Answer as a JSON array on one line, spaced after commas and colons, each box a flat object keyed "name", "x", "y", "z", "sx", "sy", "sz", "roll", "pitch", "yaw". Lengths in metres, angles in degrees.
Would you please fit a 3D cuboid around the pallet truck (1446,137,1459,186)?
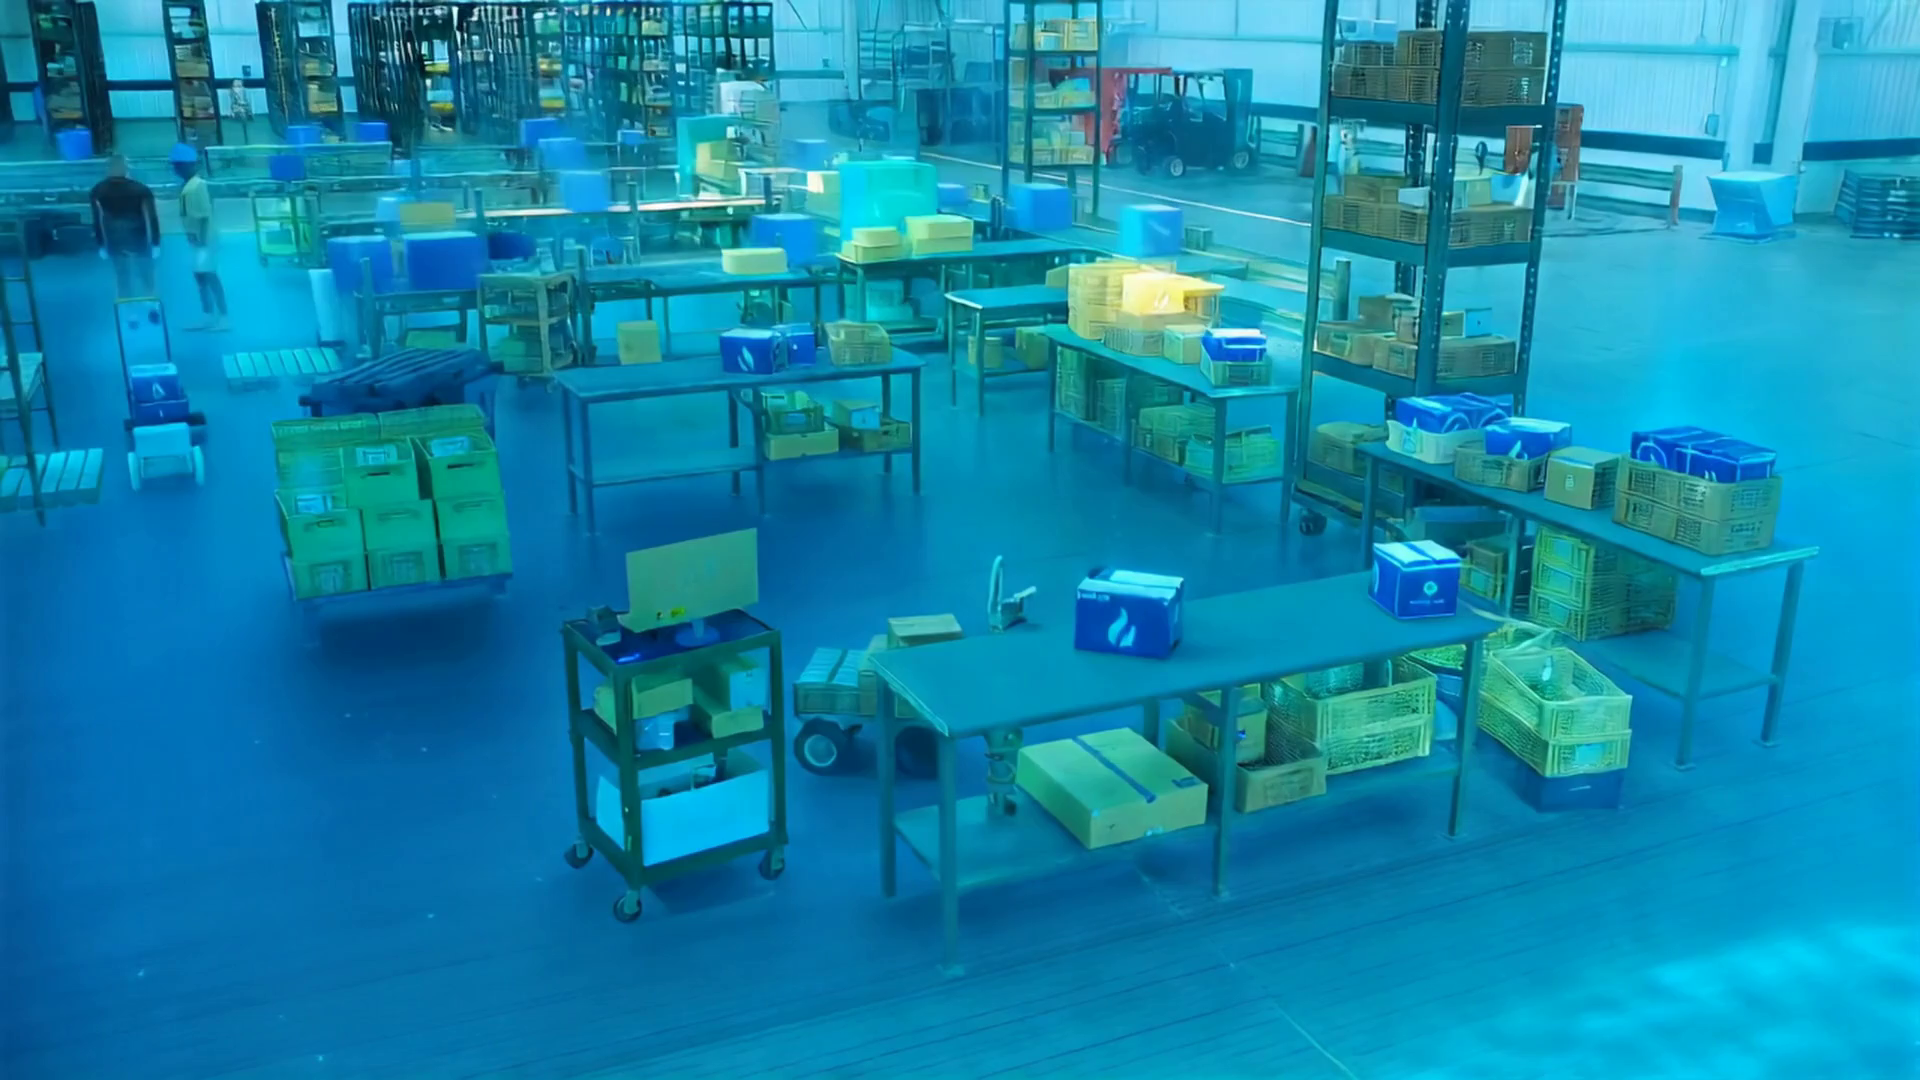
[{"name": "pallet truck", "x": 9.184, "y": -6.485, "z": 29.328, "sx": 1.630, "sy": 1.274, "sz": 0.653, "roll": -8, "pitch": 19, "yaw": -23}]

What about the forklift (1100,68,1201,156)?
[{"name": "forklift", "x": 4.082, "y": -9.564, "z": 37.410, "sx": 2.680, "sy": 1.987, "sz": 1.157, "roll": -8, "pitch": 19, "yaw": -23}]

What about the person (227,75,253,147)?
[{"name": "person", "x": -18.308, "y": -10.895, "z": 42.358, "sx": 0.404, "sy": 1.833, "sz": 0.589, "roll": 16, "pitch": 24, "yaw": 41}]

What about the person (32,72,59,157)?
[{"name": "person", "x": -21.909, "y": -10.232, "z": 40.001, "sx": 0.618, "sy": 1.997, "sz": 0.373, "roll": -11, "pitch": 21, "yaw": -31}]

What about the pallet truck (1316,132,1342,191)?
[{"name": "pallet truck", "x": 7.723, "y": -7.504, "z": 32.656, "sx": 1.601, "sy": 1.201, "sz": 0.680, "roll": -8, "pitch": 19, "yaw": -23}]

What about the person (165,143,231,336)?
[{"name": "person", "x": -8.185, "y": -3.210, "z": 17.820, "sx": 0.410, "sy": 2.042, "sz": 0.612, "roll": -12, "pitch": 21, "yaw": -33}]

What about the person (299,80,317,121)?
[{"name": "person", "x": -17.175, "y": -11.303, "z": 43.701, "sx": 0.964, "sy": 1.790, "sz": 0.586, "roll": -8, "pitch": 19, "yaw": -23}]

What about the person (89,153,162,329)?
[{"name": "person", "x": -9.124, "y": -3.272, "z": 18.254, "sx": 0.661, "sy": 1.888, "sz": 0.513, "roll": -7, "pitch": 19, "yaw": -22}]

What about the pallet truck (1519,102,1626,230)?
[{"name": "pallet truck", "x": 9.972, "y": -6.037, "z": 26.785, "sx": 1.885, "sy": 1.965, "sz": 0.823, "roll": -9, "pitch": 20, "yaw": -25}]

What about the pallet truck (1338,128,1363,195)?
[{"name": "pallet truck", "x": 7.845, "y": -7.140, "z": 31.411, "sx": 1.522, "sy": 1.261, "sz": 0.704, "roll": -9, "pitch": 20, "yaw": -25}]

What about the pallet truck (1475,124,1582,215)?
[{"name": "pallet truck", "x": 9.707, "y": -6.455, "z": 28.103, "sx": 1.885, "sy": 1.965, "sz": 0.823, "roll": -7, "pitch": 19, "yaw": -20}]

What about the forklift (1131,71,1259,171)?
[{"name": "forklift", "x": 4.998, "y": -8.936, "z": 35.413, "sx": 2.680, "sy": 1.987, "sz": 1.157, "roll": -9, "pitch": 20, "yaw": -25}]
